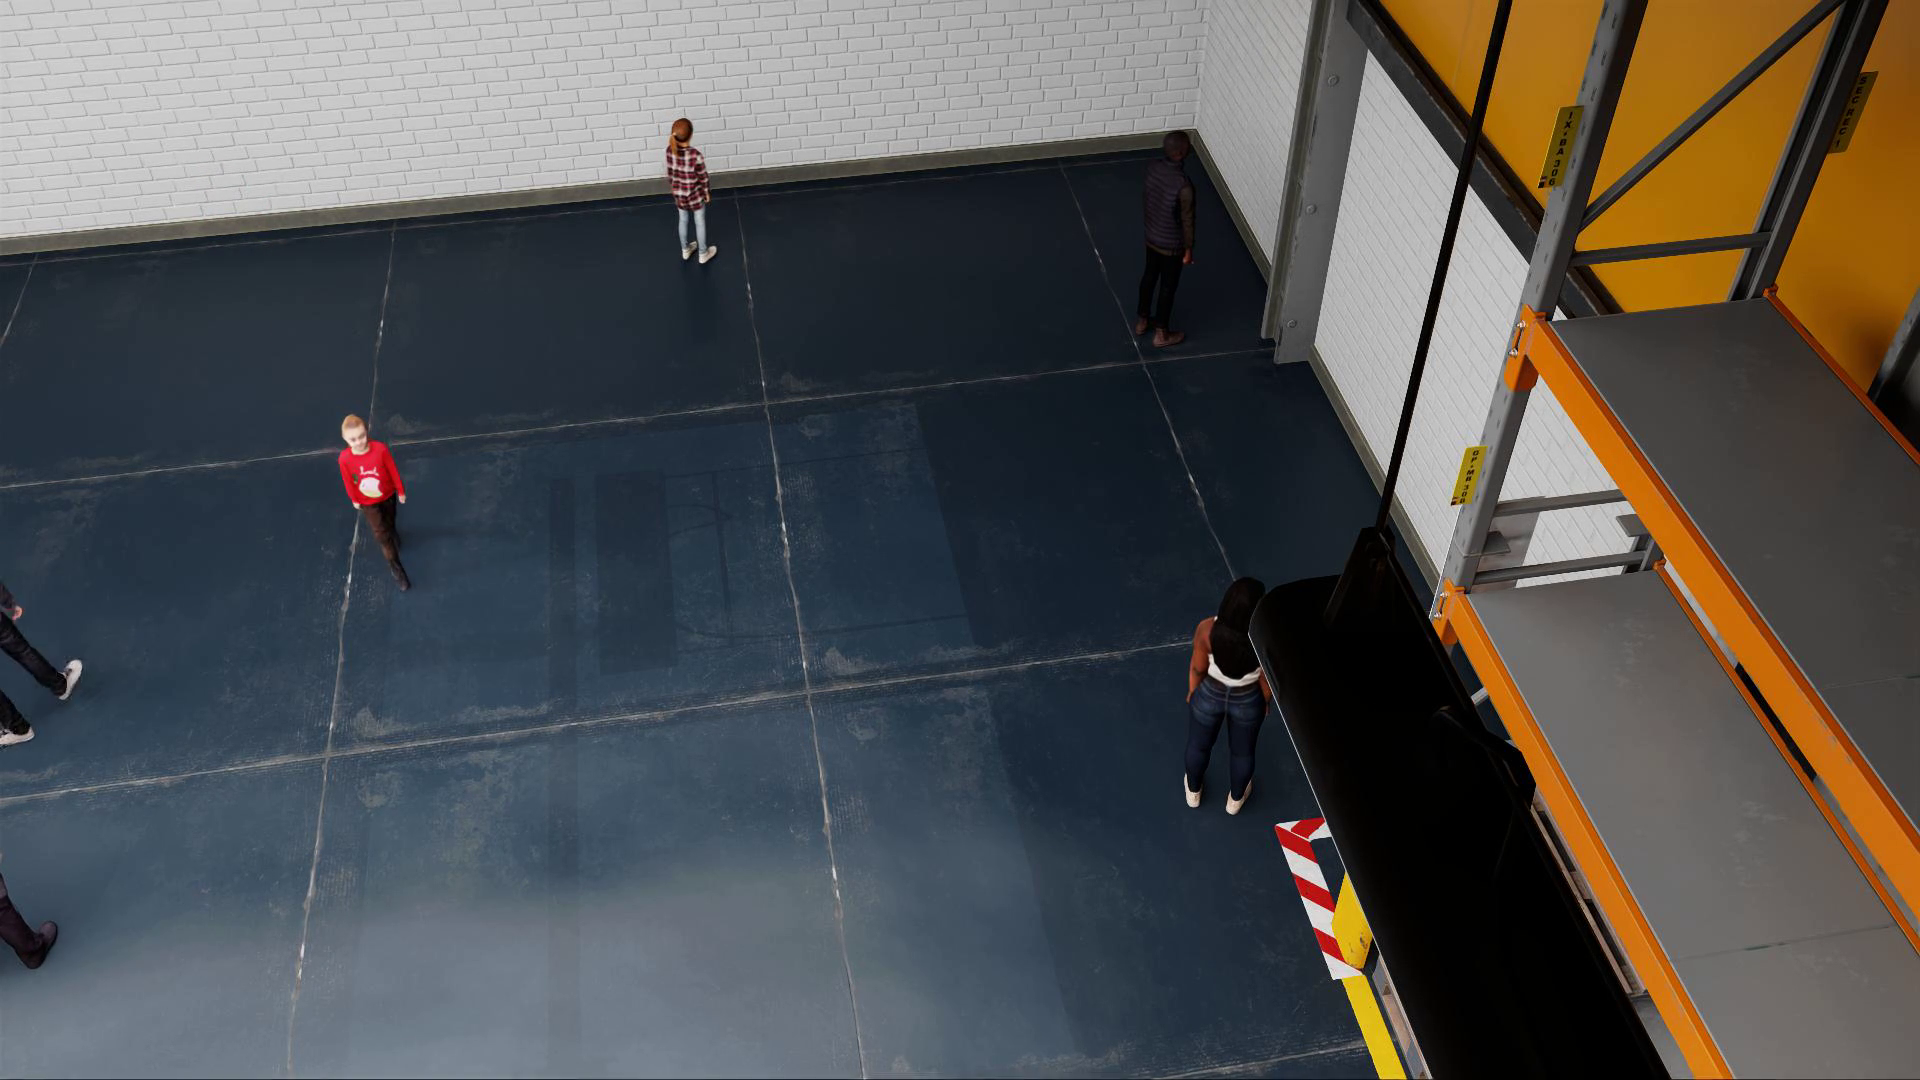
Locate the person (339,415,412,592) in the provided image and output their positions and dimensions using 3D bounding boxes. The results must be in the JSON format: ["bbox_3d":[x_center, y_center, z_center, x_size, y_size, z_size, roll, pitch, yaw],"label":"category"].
[{"bbox_3d":[-3.927,-0.334,11.174,0.710,1.258,0.955,-22,48,-22],"label":"person"}]

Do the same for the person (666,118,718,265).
[{"bbox_3d":[-2.261,-2.909,13.844,0.604,1.305,0.636,14,45,14],"label":"person"}]

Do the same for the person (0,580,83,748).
[{"bbox_3d":[-5.847,0.507,9.938,0.966,1.746,0.776,24,49,23],"label":"person"}]

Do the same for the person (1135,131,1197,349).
[{"bbox_3d":[1.588,-2.337,12.859,0.837,1.835,0.669,-25,49,-24],"label":"person"}]

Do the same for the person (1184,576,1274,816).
[{"bbox_3d":[1.533,0.899,9.482,0.738,1.808,0.744,11,45,11],"label":"person"}]
